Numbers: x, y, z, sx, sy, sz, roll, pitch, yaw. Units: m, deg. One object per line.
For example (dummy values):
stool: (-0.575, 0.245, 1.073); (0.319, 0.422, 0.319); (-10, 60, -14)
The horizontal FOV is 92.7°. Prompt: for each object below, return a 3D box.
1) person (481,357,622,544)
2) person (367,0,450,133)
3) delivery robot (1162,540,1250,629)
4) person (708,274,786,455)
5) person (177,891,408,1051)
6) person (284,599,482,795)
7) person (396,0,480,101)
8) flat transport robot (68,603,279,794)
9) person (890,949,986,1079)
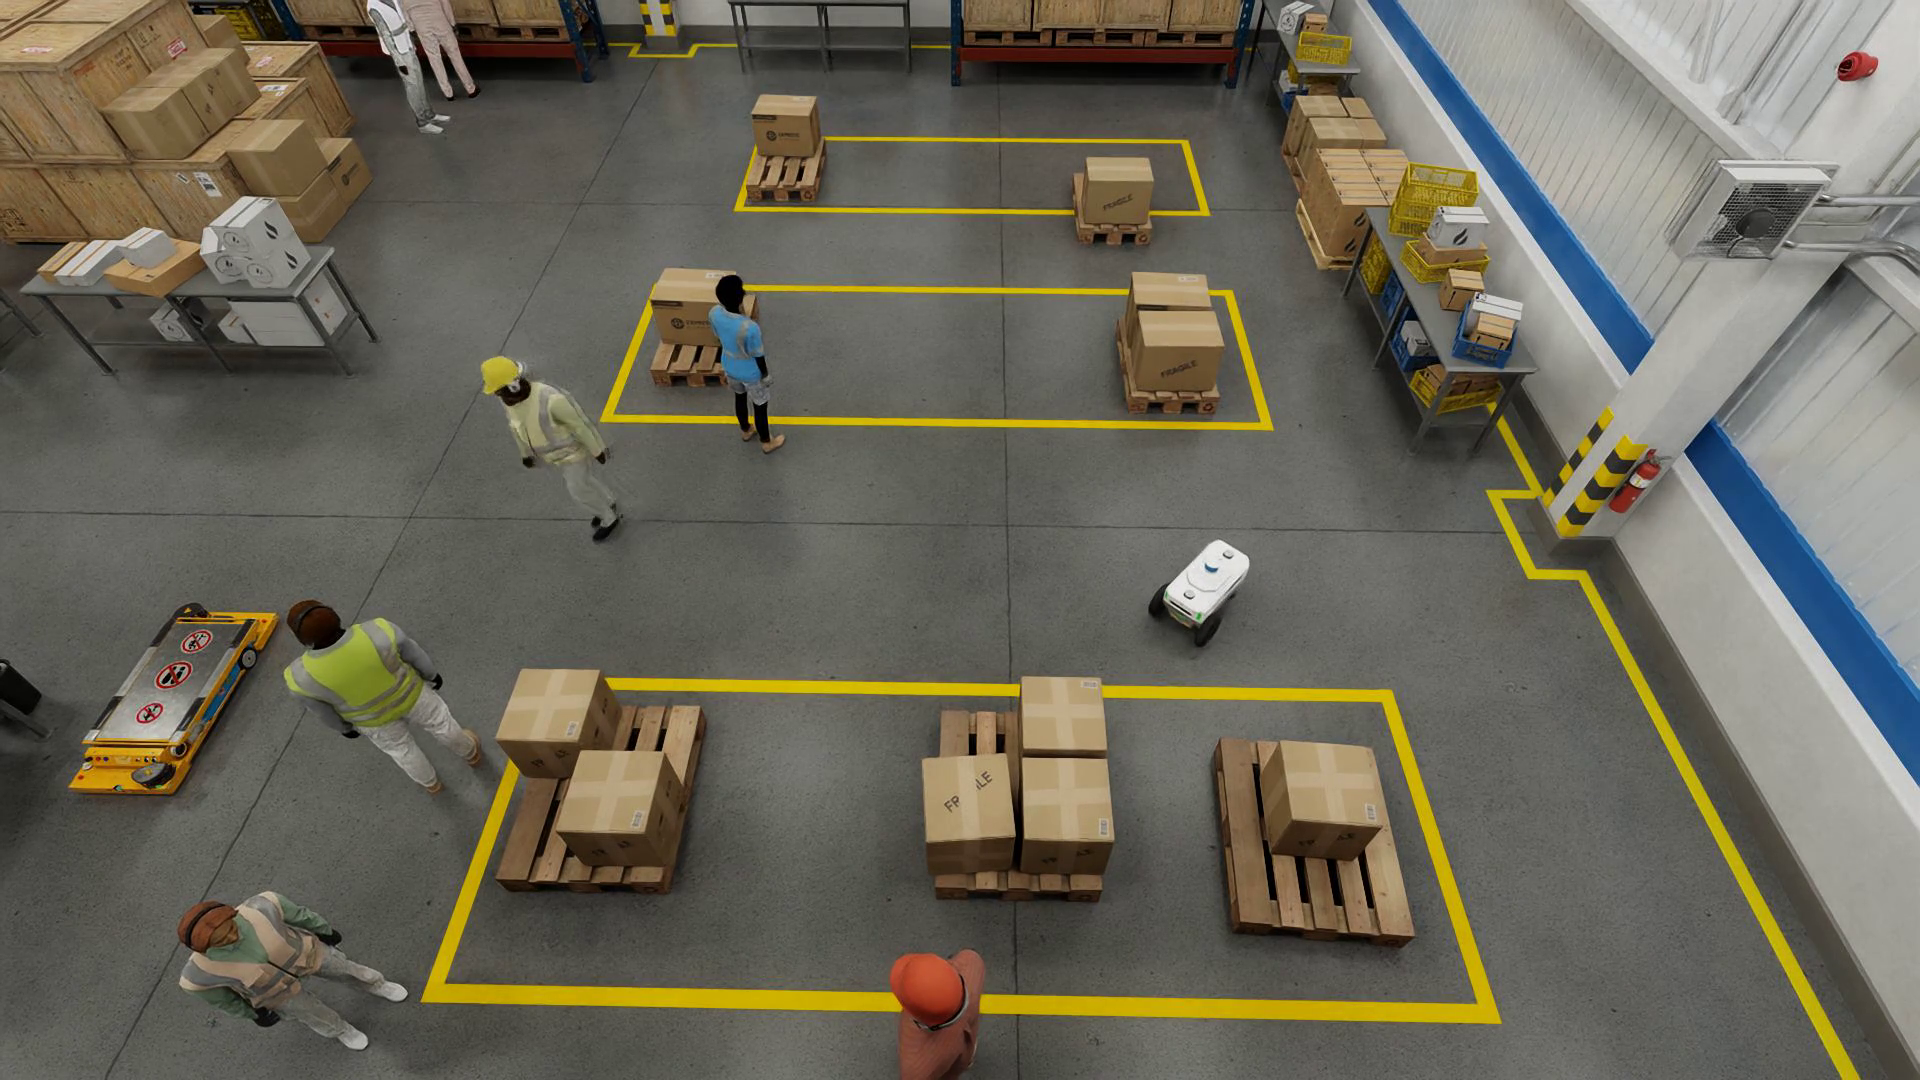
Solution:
person: (-3.049, -0.695, 6.953); (0.619, 1.785, 0.554); (21, 53, 17)
person: (-6.971, -6.095, 11.441); (0.383, 1.912, 0.585); (-3, 50, -3)
delivery robot: (1.840, 0.318, 6.836); (0.477, 0.478, 0.707); (36, 58, 26)
person: (-1.791, -1.443, 7.646); (0.535, 1.694, 0.319); (31, 56, 23)
person: (-3.377, 2.175, 4.624); (0.313, 1.634, 0.514); (19, 52, 15)
person: (-3.463, 0.948, 5.525); (0.632, 1.842, 0.429); (-36, 59, -27)
person: (-6.946, -6.795, 12.035); (0.639, 1.910, 0.407); (-12, 51, -10)
flat transport robot: (-5.504, 1.072, 6.442); (0.652, 0.197, 1.431); (1, 50, 1)
person: (-0.103, 2.321, 4.264); (0.376, 1.995, 0.609); (20, 53, 16)
